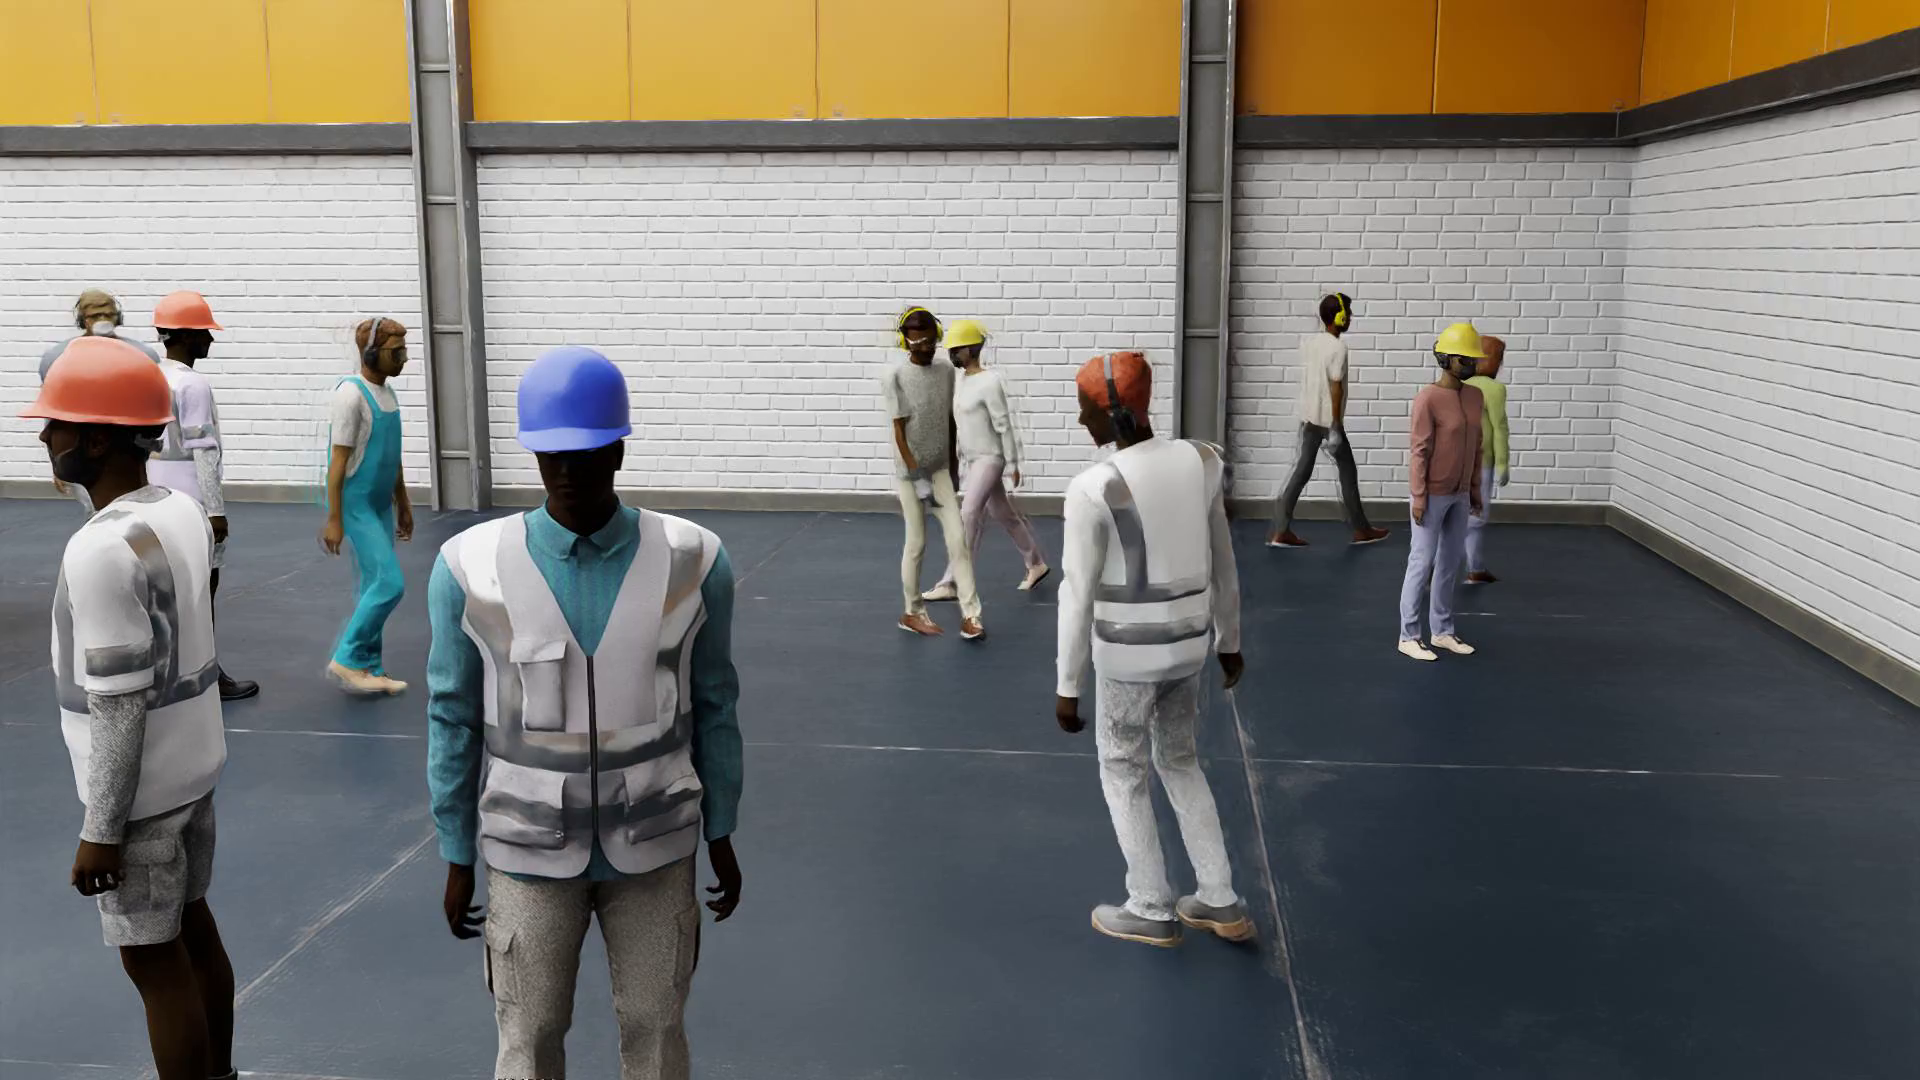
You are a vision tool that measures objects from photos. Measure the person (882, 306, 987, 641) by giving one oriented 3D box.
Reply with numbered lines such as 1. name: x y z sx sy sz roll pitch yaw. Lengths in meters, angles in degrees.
1. person: -0.126 -0.334 8.953 0.558 1.824 0.791 -6 12 -33

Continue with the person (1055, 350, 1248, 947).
1. person: 0.568 0.354 4.975 0.677 1.842 0.380 -7 12 -33

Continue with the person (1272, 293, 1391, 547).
1. person: 2.650 -0.847 11.902 0.968 1.818 0.545 -4 11 -22

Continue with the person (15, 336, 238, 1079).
1. person: -1.825 0.524 3.692 0.347 1.943 0.545 -2 10 -9

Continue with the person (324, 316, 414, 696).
1. person: -2.764 -0.129 7.782 0.432 1.820 0.587 1 10 6

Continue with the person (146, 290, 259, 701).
1. person: -3.608 -0.200 7.851 0.553 1.935 0.364 8 13 40

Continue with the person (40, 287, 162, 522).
1. person: -4.796 -0.459 9.391 0.629 1.925 0.422 -6 12 -31

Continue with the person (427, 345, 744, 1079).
1. person: -0.728 0.590 3.299 0.609 1.946 0.405 -3 10 -15

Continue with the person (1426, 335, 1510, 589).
1. person: 3.164 -0.473 10.359 0.722 1.605 0.505 -3 10 -18

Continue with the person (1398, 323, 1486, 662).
1. person: 2.528 -0.244 8.624 0.519 1.755 0.355 -7 12 -36

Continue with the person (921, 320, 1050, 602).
1. person: 0.184 -0.490 10.188 0.950 1.714 0.550 -5 11 -25
